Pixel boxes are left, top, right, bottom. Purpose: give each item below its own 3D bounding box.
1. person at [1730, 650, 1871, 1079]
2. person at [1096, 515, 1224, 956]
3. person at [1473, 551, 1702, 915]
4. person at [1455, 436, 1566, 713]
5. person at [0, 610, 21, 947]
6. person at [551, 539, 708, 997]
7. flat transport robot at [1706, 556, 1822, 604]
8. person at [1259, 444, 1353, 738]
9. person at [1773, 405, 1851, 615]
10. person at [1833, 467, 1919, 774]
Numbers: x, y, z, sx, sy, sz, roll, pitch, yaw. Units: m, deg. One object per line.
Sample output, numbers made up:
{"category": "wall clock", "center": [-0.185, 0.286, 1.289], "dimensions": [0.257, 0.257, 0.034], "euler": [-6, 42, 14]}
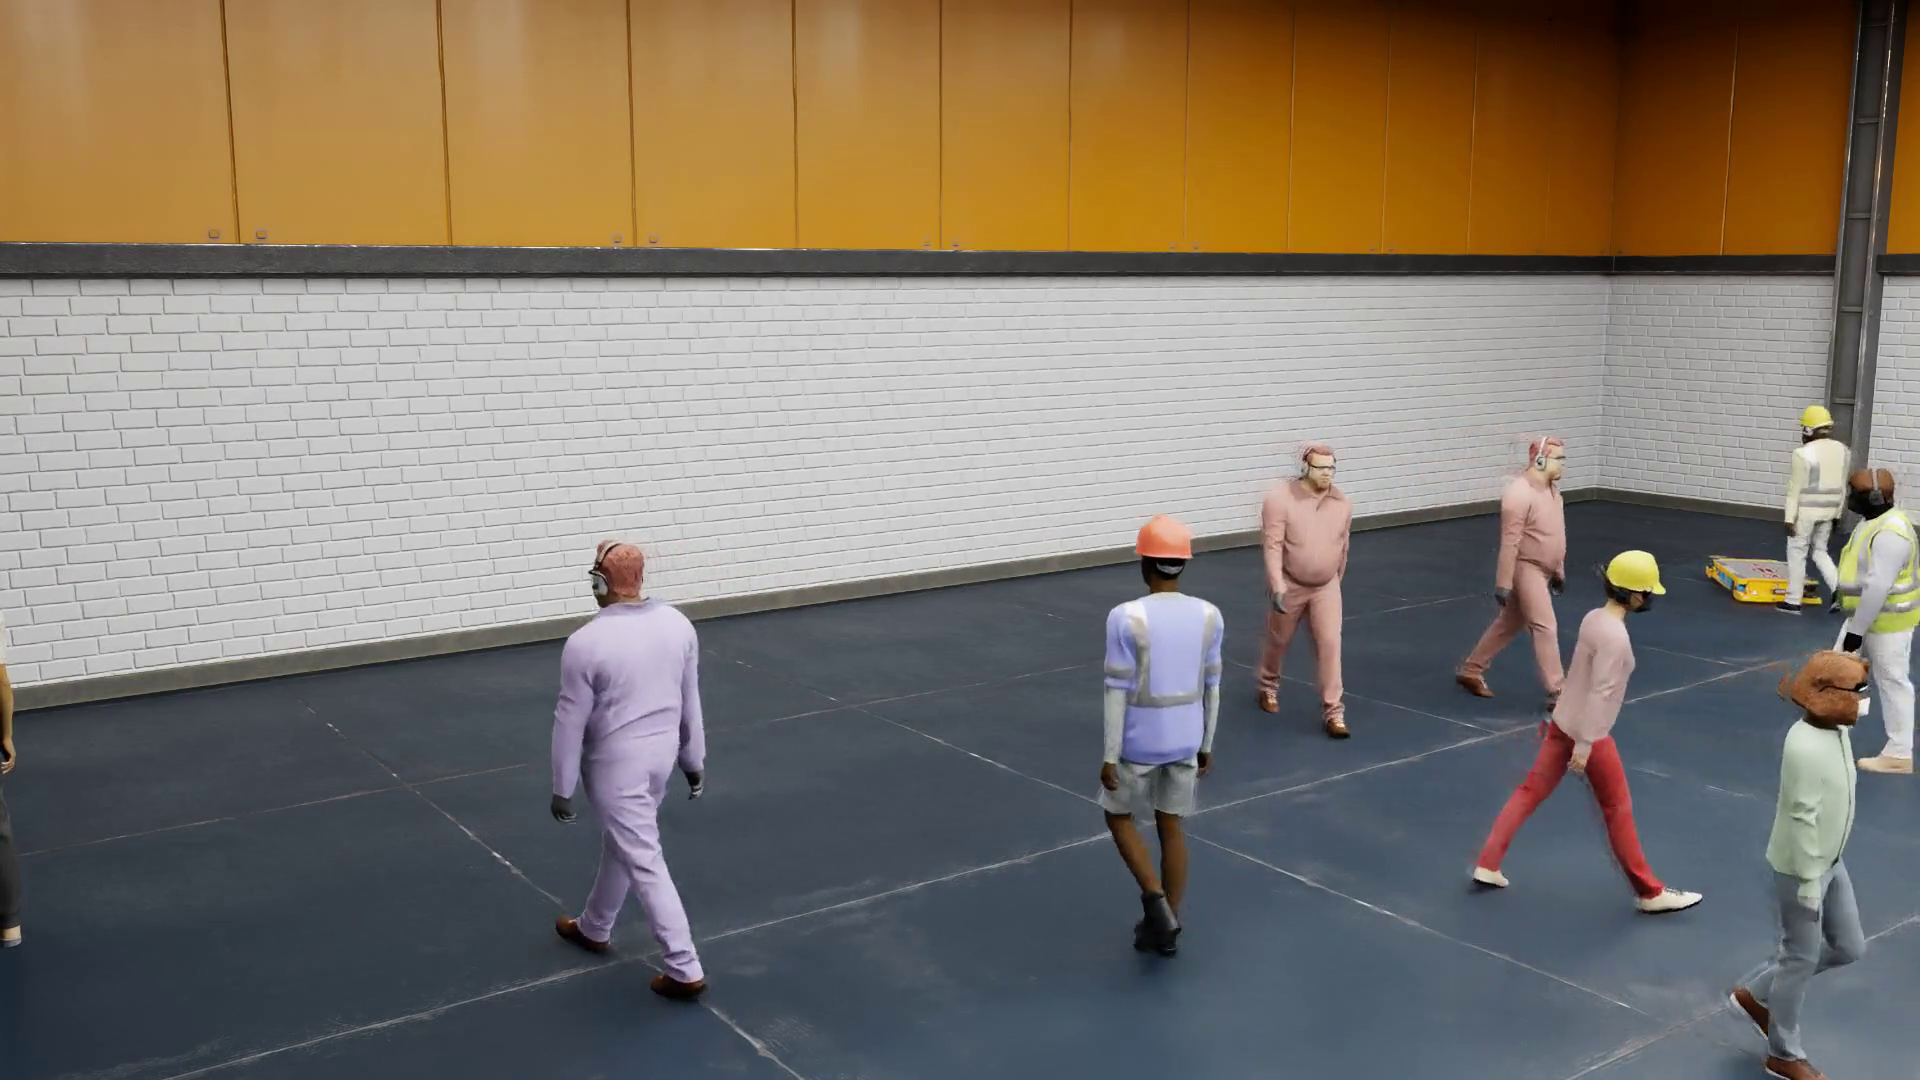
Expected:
{"category": "person", "center": [3.067, 1.184, 5.993], "dimensions": [0.381, 1.620, 0.506], "euler": [9, 13, 43]}
{"category": "person", "center": [0.850, 0.849, 7.112], "dimensions": [0.562, 1.918, 0.427], "euler": [-3, 10, -21]}
{"category": "person", "center": [2.886, 0.873, 7.670], "dimensions": [0.982, 1.691, 0.577], "euler": [1, 9, 6]}
{"category": "person", "center": [3.821, 0.224, 11.243], "dimensions": [0.986, 1.870, 0.659], "euler": [7, 11, 36]}
{"category": "person", "center": [-4.318, 0.891, 7.114], "dimensions": [0.343, 1.839, 0.506], "euler": [8, 12, 40]}
{"category": "person", "center": [-1.389, 0.922, 6.871], "dimensions": [1.026, 1.857, 0.661], "euler": [7, 11, 36]}
{"category": "flat transport robot", "center": [7.337, 0.357, 15.223], "dimensions": [0.652, 0.197, 1.431], "euler": [2, 9, 12]}
{"category": "person", "center": [2.233, 0.293, 10.784], "dimensions": [0.638, 1.855, 1.022], "euler": [-1, 9, -7]}
{"category": "person", "center": [7.262, -0.236, 14.118], "dimensions": [0.609, 1.818, 0.580], "euler": [-3, 10, -17]}
{"category": "person", "center": [5.273, 0.475, 9.763], "dimensions": [0.779, 1.807, 0.638], "euler": [2, 10, 15]}
